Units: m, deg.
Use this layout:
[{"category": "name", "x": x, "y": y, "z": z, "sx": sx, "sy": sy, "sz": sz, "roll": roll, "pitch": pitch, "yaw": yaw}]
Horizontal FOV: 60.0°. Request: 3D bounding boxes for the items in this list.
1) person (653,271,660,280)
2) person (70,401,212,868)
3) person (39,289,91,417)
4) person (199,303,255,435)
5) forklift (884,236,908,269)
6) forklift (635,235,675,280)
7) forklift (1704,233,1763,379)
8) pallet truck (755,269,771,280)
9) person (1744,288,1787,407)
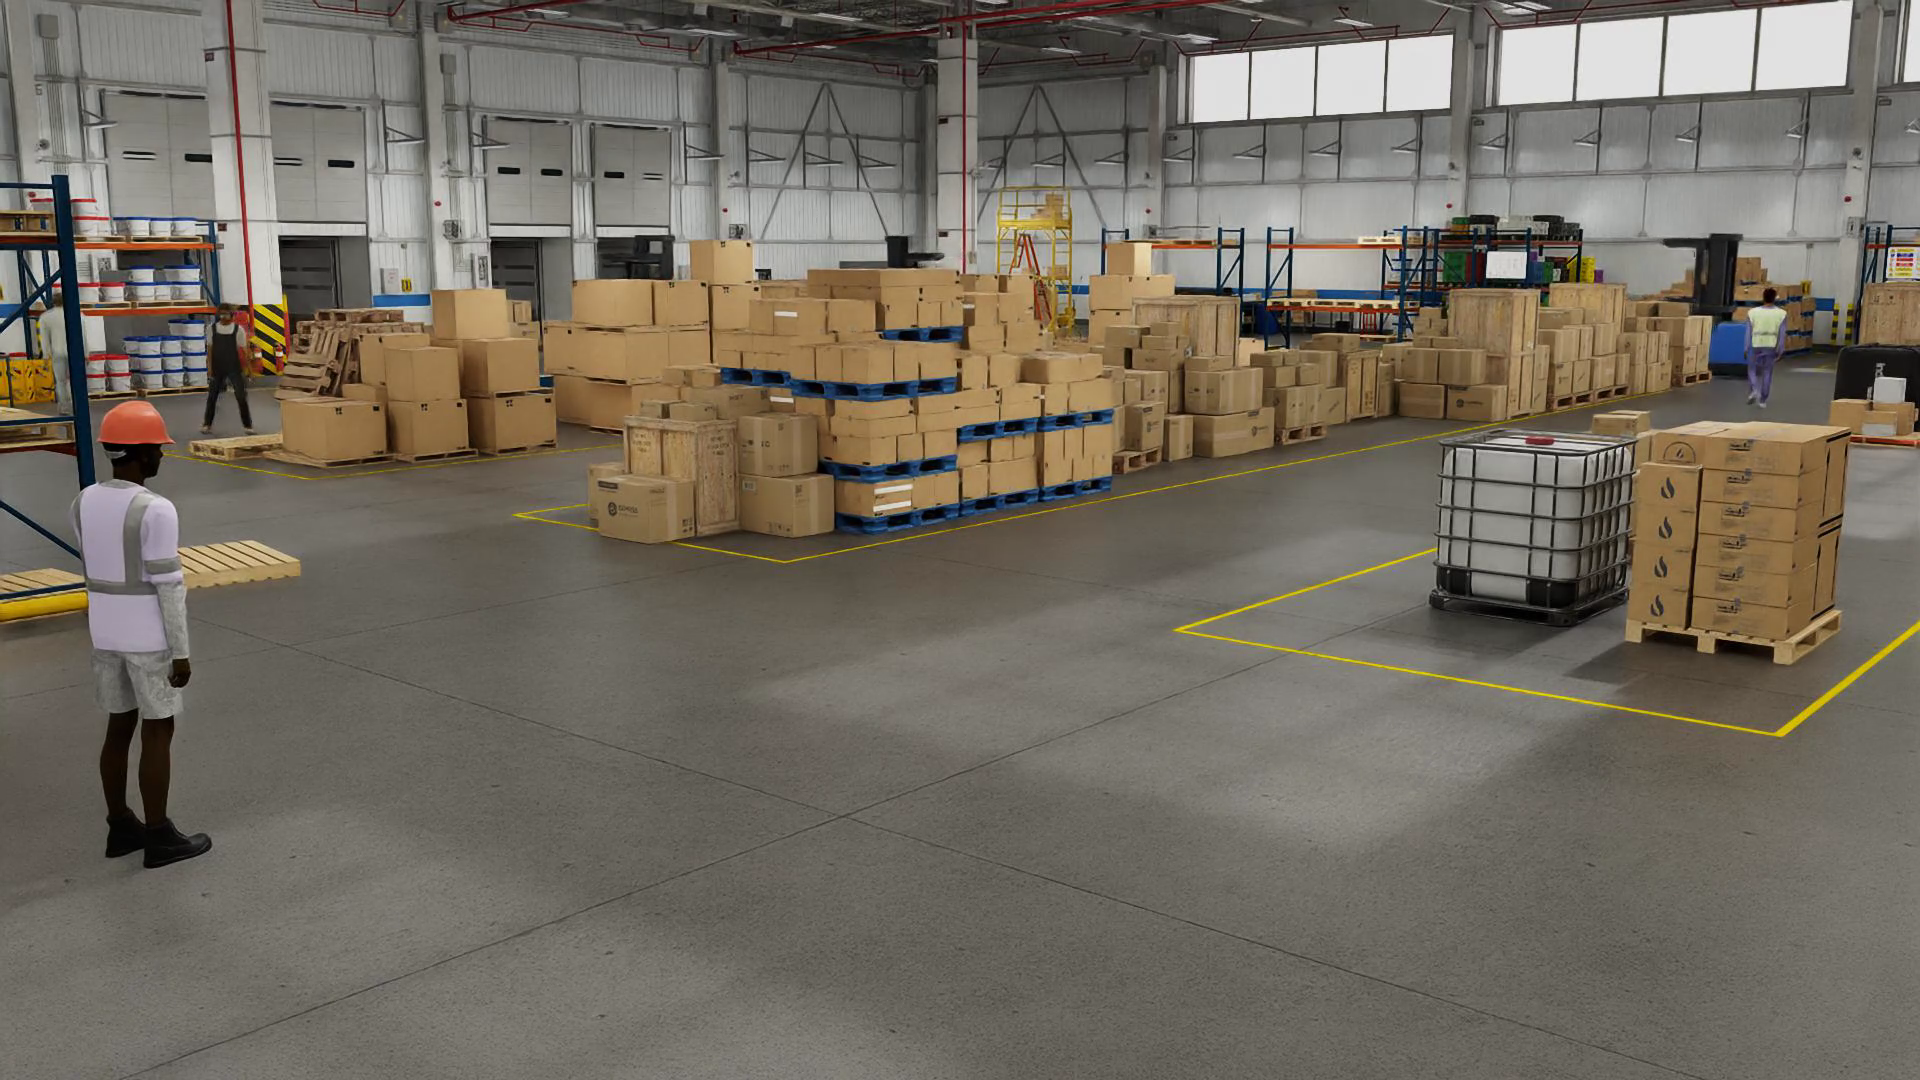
[{"category": "person", "x": -8.036, "y": -6.300, "z": 44.992, "sx": 0.646, "sy": 1.922, "sz": 0.559, "roll": -5, "pitch": 11, "yaw": -27}, {"category": "person", "x": -3.386, "y": 0.390, "z": 6.902, "sx": 0.540, "sy": 1.930, "sz": 0.389, "roll": 4, "pitch": 11, "yaw": 24}, {"category": "person", "x": -13.324, "y": -2.761, "z": 24.796, "sx": 0.635, "sy": 1.936, "sz": 0.355, "roll": -4, "pitch": 11, "yaw": -23}, {"category": "person", "x": -10.065, "y": -2.330, "z": 22.749, "sx": 0.746, "sy": 1.807, "sz": 0.529, "roll": -3, "pitch": 10, "yaw": -16}, {"category": "forklift", "x": -1.486, "y": -5.793, "z": 39.376, "sx": 1.873, "sy": 2.768, "sz": 1.129, "roll": 2, "pitch": 10, "yaw": 12}, {"category": "forklift", "x": -6.605, "y": -5.251, "z": 36.289, "sx": 1.129, "sy": 2.768, "sz": 1.873, "roll": 8, "pitch": 12, "yaw": 37}, {"category": "forklift", "x": 14.974, "y": -4.625, "z": 32.725, "sx": 1.873, "sy": 2.768, "sz": 1.129, "roll": 8, "pitch": 13, "yaw": 40}, {"category": "pallet truck", "x": -4.996, "y": -6.432, "z": 45.525, "sx": 1.885, "sy": 1.965, "sz": 0.823, "roll": -6, "pitch": 12, "yaw": -32}, {"category": "person", "x": 12.946, "y": -3.088, "z": 26.760, "sx": 0.609, "sy": 1.906, "sz": 0.454, "roll": 4, "pitch": 11, "yaw": 21}]
